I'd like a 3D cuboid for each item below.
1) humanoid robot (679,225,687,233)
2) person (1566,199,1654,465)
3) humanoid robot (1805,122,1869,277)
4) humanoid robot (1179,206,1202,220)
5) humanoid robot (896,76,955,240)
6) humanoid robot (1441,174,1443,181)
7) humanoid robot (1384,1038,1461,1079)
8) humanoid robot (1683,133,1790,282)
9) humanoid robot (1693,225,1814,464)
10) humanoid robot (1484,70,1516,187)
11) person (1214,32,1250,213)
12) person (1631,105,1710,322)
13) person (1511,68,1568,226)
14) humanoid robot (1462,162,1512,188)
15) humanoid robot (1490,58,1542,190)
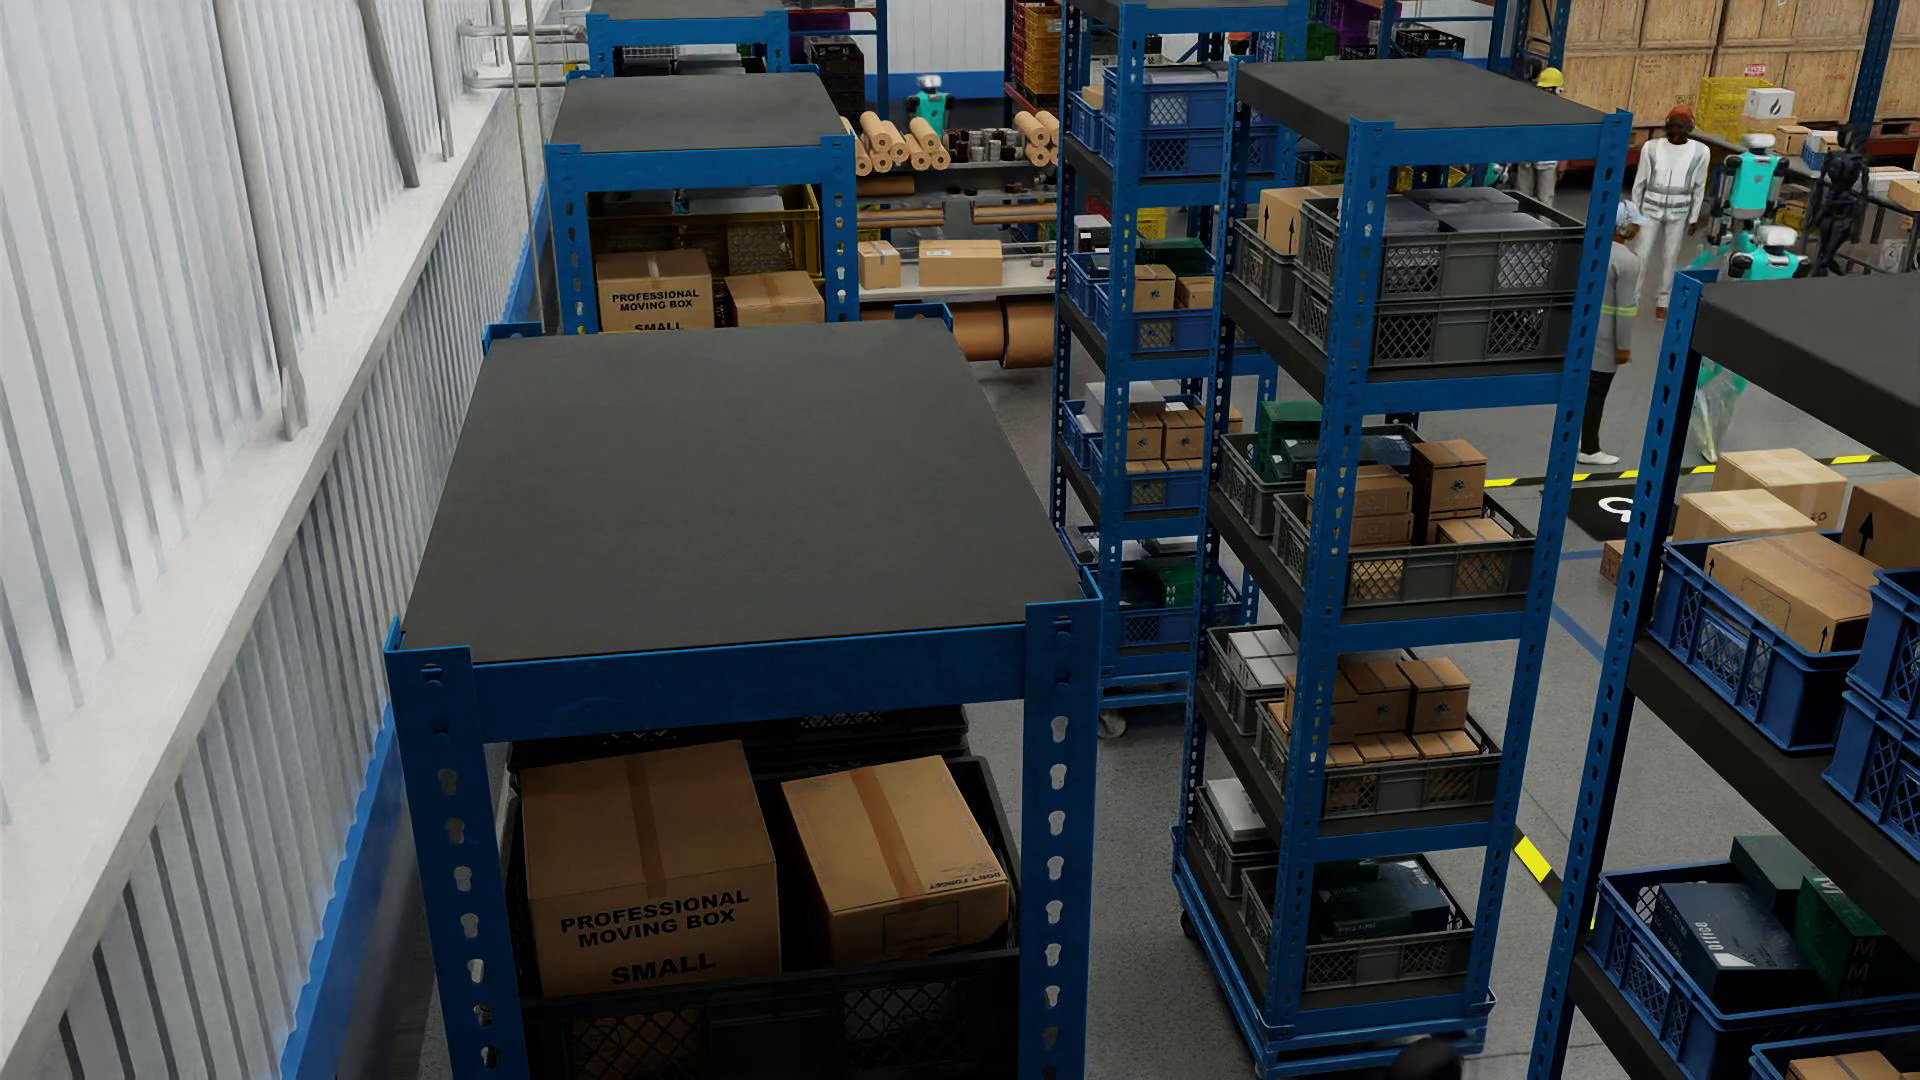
[{"bbox_3d":[-1.927,-1.369,11.616,0.601,1.656,0.485,2,25,5],"label":"humanoid robot"},{"bbox_3d":[4.461,-1.438,11.532,0.396,1.850,0.588,-7,26,-15],"label":"person"},{"bbox_3d":[8.022,-2.959,15.086,0.718,1.636,0.615,-8,26,-16],"label":"humanoid robot"},{"bbox_3d":[2.604,-4.289,17.924,0.589,1.648,0.357,19,31,36],"label":"humanoid robot"},{"bbox_3d":[-0.402,-3.850,16.923,0.537,1.763,0.922,-13,28,-26],"label":"humanoid robot"},{"bbox_3d":[5.220,-4.534,18.238,0.533,1.676,0.735,12,27,24],"label":"humanoid robot"},{"bbox_3d":[1.184,1.950,4.431,0.589,1.643,0.623,21,32,38],"label":"humanoid robot"},{"bbox_3d":[6.660,-2.674,14.423,0.530,1.806,0.799,1,25,1],"label":"humanoid robot"},{"bbox_3d":[5.359,-1.309,11.521,0.544,1.881,0.761,1,25,2],"label":"humanoid robot"},{"bbox_3d":[5.620,-4.102,17.513,0.315,1.655,0.599,11,27,23],"label":"humanoid robot"},{"bbox_3d":[3.012,-4.584,18.143,0.382,2.045,0.604,22,33,40],"label":"person"},{"bbox_3d":[6.165,-2.851,14.563,0.582,1.882,0.337,11,27,22],"label":"person"},{"bbox_3d":[5.803,-3.799,16.682,0.586,1.834,0.404,22,33,39],"label":"person"},{"bbox_3d":[5.224,-3.774,16.767,0.533,1.806,0.707,-3,25,-7],"label":"humanoid robot"},{"bbox_3d":[6.228,-4.587,18.645,0.587,1.610,0.777,-9,26,-19],"label":"humanoid robot"}]
